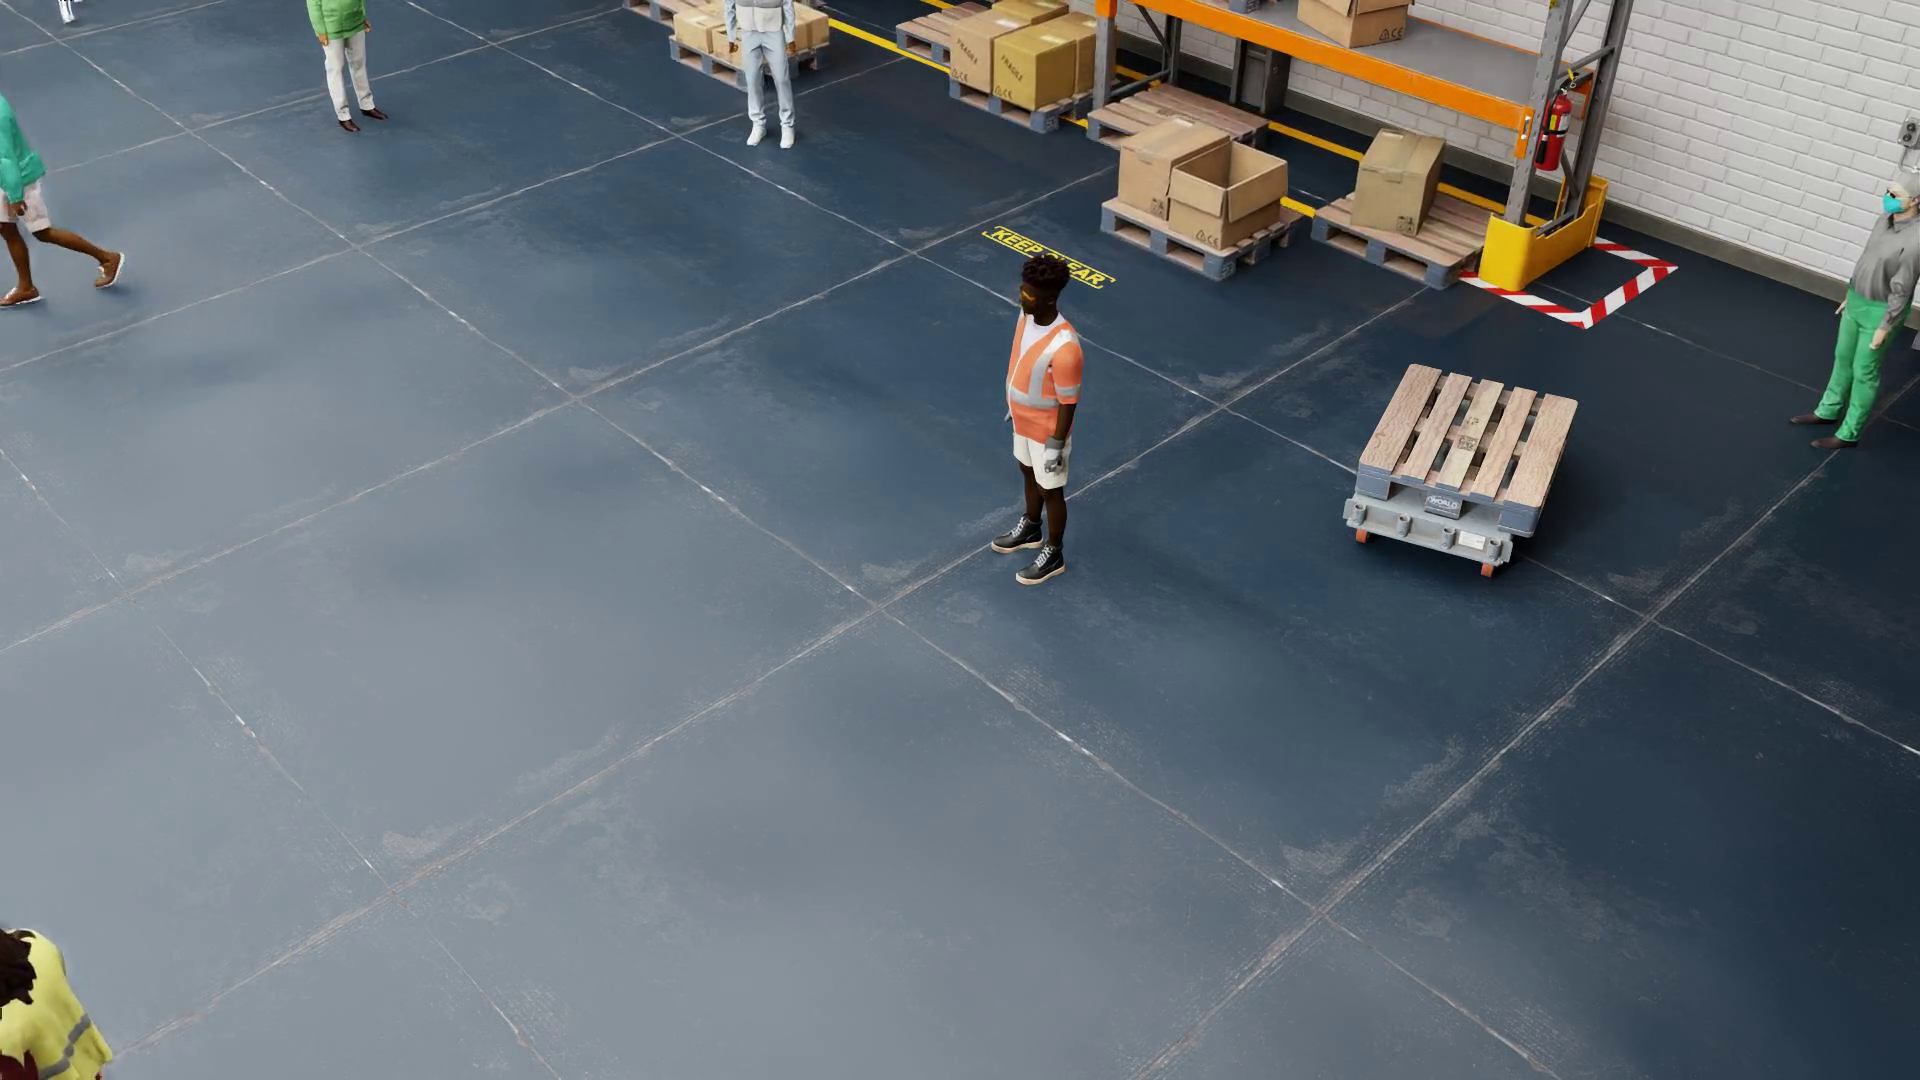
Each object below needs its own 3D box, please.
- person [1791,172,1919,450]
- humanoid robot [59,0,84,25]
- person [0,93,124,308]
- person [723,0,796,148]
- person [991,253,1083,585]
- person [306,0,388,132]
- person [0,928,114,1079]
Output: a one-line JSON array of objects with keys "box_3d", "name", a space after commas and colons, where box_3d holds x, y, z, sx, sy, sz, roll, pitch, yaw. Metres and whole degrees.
[{"box_3d": [5.542, -1.413, 10.112, 0.351, 1.838, 0.522, -1, 37, -2], "name": "person"}, {"box_3d": [-8.914, -5.985, 16.287, 0.541, 1.770, 1.038, -10, 38, -13], "name": "humanoid robot"}, {"box_3d": [-6.511, -2.516, 11.578, 0.865, 1.817, 0.534, -21, 42, -26], "name": "person"}, {"box_3d": [-1.642, -4.197, 13.735, 0.594, 1.907, 0.407, 4, 37, 6], "name": "person"}, {"box_3d": [0.424, -0.654, 8.992, 0.368, 1.966, 0.603, -14, 39, -18], "name": "person"}, {"box_3d": [-5.241, -4.386, 14.084, 0.387, 1.783, 0.536, 22, 42, 27], "name": "person"}, {"box_3d": [-3.121, 1.889, 5.811, 0.757, 1.750, 0.469, 1, 37, 1], "name": "person"}]
